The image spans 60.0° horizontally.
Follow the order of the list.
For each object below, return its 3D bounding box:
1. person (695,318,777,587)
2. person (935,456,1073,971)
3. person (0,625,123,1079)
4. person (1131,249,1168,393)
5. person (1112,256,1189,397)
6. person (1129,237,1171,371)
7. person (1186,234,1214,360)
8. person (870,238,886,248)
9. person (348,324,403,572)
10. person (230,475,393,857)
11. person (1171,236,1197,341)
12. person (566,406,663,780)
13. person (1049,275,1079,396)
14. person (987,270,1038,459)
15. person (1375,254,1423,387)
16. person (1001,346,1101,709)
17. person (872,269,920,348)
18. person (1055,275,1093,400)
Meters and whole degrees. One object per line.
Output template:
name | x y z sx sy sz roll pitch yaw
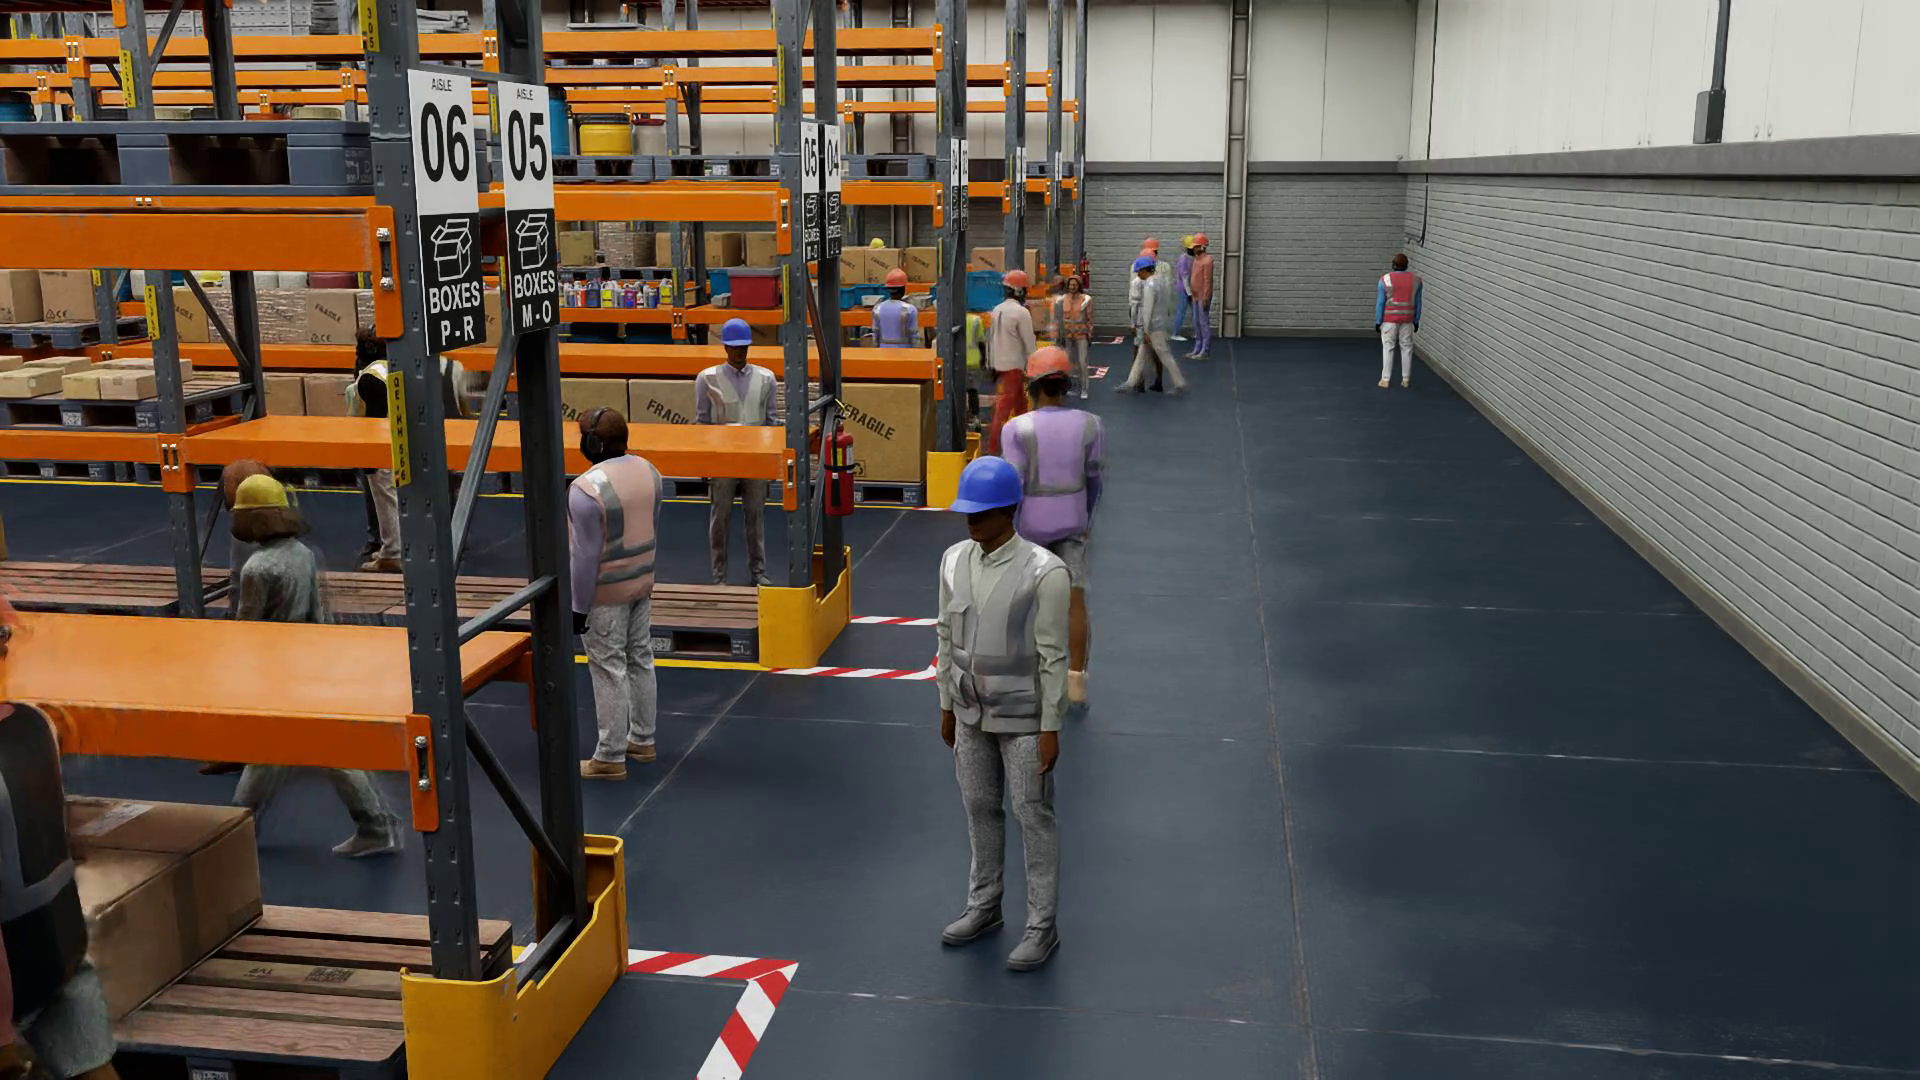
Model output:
person | -1.564 -0.587 11.735 0.605 1.948 0.387 -6 14 -24
person | 0.144 0.640 6.227 0.607 1.941 0.417 10 16 39
person | -2.466 1.063 4.205 1.071 1.981 0.627 -1 13 -4
person | 2.533 -2.956 22.485 0.547 1.929 0.384 -5 13 -20
person | 2.578 -2.817 22.020 1.033 1.862 0.672 3 13 12
person | 2.835 -3.509 24.822 0.625 1.990 0.402 -1 13 -3
person | 3.815 -3.866 26.453 0.408 1.986 0.614 -3 13 -13
person | -1.405 -4.232 28.447 0.403 1.834 0.588 3 13 11
person | -4.336 -0.688 12.434 0.429 1.844 0.625 -1 13 -5
person | -2.916 0.560 7.147 0.918 1.678 0.484 0 12 -2
person | 4.048 -4.381 29.067 0.649 1.855 0.850 -12 17 -43
person | -1.717 0.257 8.165 0.429 1.844 0.627 5 14 23
person | 1.289 -2.691 21.976 0.560 1.625 0.518 -2 13 -8
person | 0.637 -1.787 17.136 0.952 1.955 0.634 -6 14 -24
person | 6.047 -3.029 23.000 0.634 1.841 0.429 -1 13 -2
person | 0.482 -0.104 9.460 0.621 1.983 1.069 -4 13 -17
person | -0.664 -1.907 17.707 0.545 1.942 0.354 6 14 24
person | 1.501 -2.653 21.791 0.513 1.630 0.318 4 13 17
